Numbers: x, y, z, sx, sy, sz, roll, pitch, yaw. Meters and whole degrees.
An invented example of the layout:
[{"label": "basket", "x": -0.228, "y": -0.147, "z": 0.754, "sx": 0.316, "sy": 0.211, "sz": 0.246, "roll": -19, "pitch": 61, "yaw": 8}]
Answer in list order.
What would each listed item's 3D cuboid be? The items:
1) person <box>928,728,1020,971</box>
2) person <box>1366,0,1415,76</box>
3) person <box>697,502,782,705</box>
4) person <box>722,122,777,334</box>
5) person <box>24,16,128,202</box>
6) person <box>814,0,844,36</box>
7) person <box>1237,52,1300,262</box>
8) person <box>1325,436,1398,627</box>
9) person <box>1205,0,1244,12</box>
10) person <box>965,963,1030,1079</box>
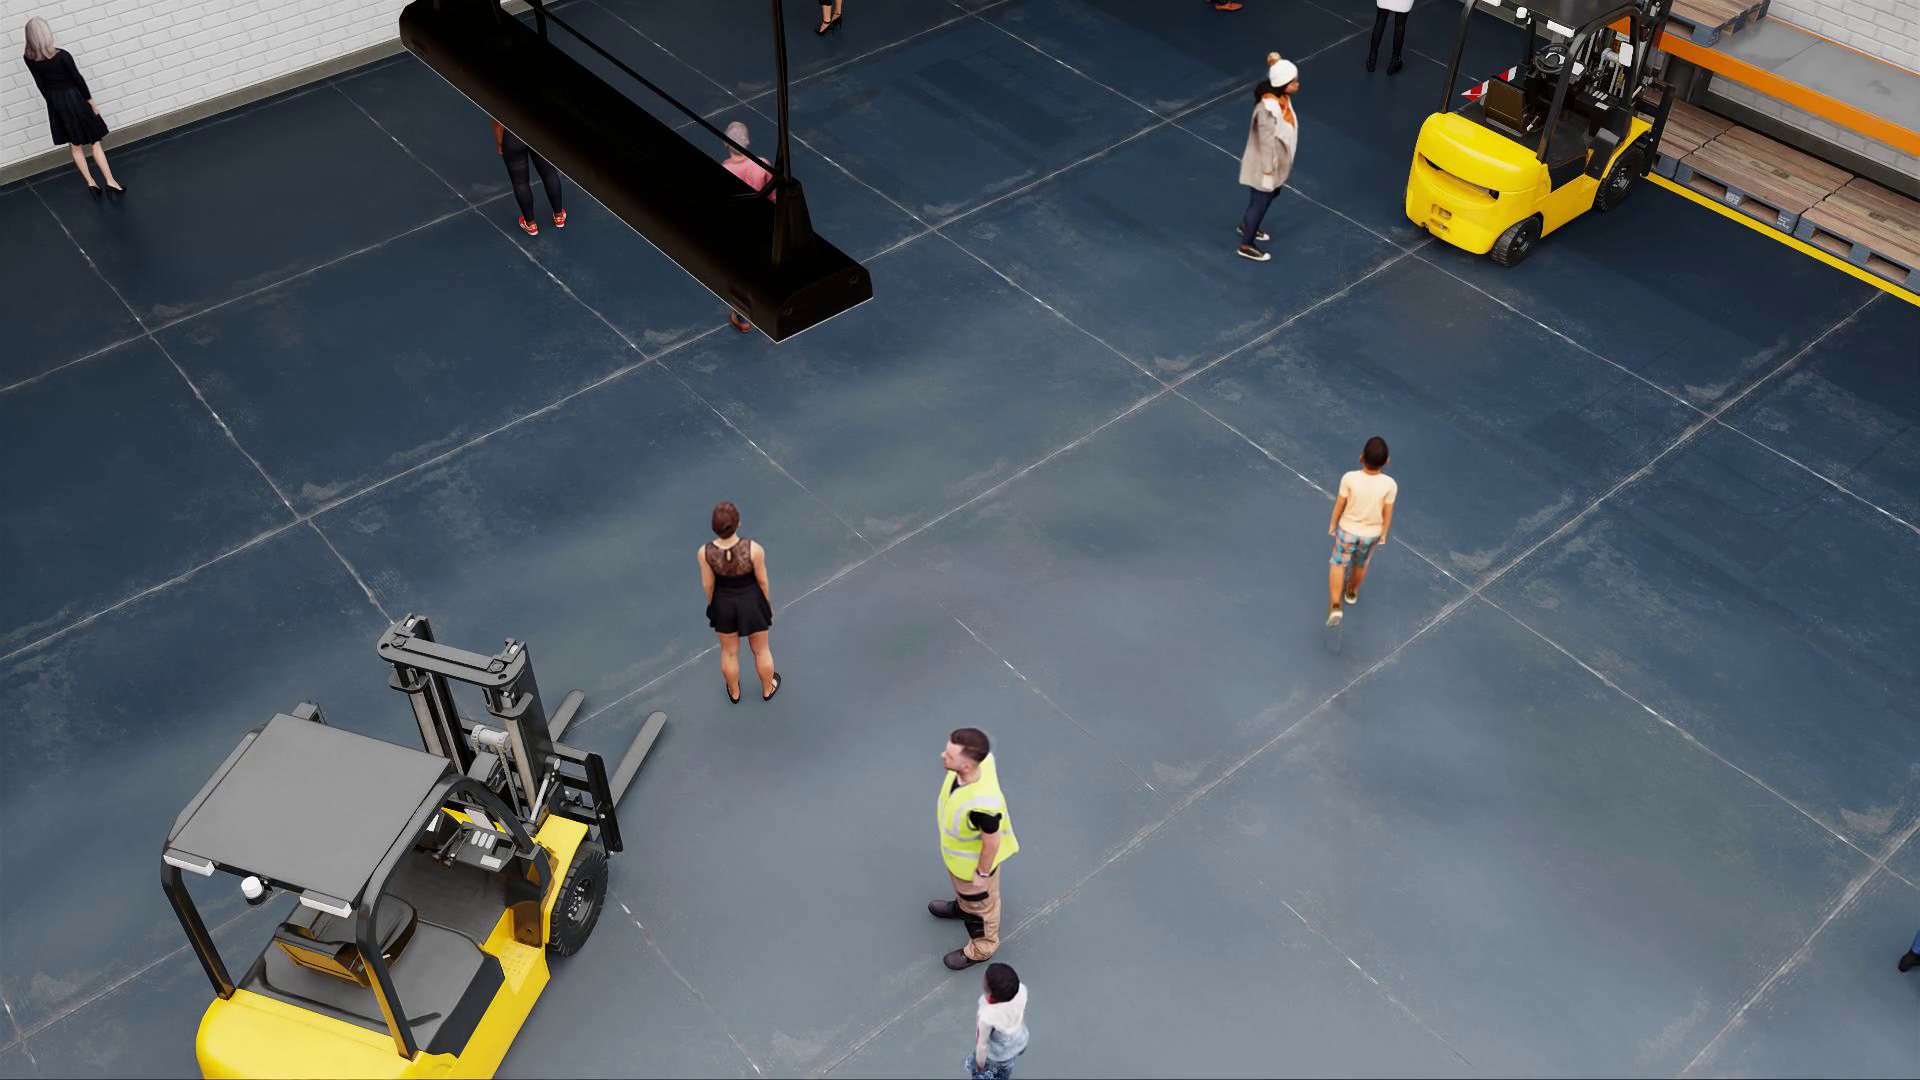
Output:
[{"label": "person", "x": 0.056, "y": 1.640, "z": 8.995, "sx": 0.897, "sy": 1.845, "sz": 0.812, "roll": -7, "pitch": 44, "yaw": -7}, {"label": "person", "x": 4.340, "y": -5.519, "z": 16.537, "sx": 0.615, "sy": 1.807, "sz": 0.746, "roll": 16, "pitch": 46, "yaw": 16}, {"label": "person", "x": -1.391, "y": 0.403, "z": 10.419, "sx": 0.680, "sy": 1.672, "sz": 0.727, "roll": -1, "pitch": 44, "yaw": -1}, {"label": "person", "x": -1.719, "y": -2.507, "z": 13.359, "sx": 0.747, "sy": 1.830, "sz": 0.646, "roll": -18, "pitch": 46, "yaw": -18}, {"label": "person", "x": -7.912, "y": -3.836, "z": 14.814, "sx": 0.698, "sy": 1.747, "sz": 0.739, "roll": -2, "pitch": 44, "yaw": -2}, {"label": "person", "x": -1.399, "y": -6.108, "z": 17.118, "sx": 0.625, "sy": 1.858, "sz": 0.675, "roll": 24, "pitch": 48, "yaw": 23}, {"label": "person", "x": 2.578, "y": -3.284, "z": 14.131, "sx": 0.857, "sy": 1.890, "sz": 0.842, "roll": 13, "pitch": 45, "yaw": 13}, {"label": "person", "x": 2.652, "y": -0.023, "z": 11.032, "sx": 0.877, "sy": 1.443, "sz": 0.888, "roll": 9, "pitch": 44, "yaw": 9}, {"label": "person", "x": 2.838, "y": -6.521, "z": 17.601, "sx": 0.776, "sy": 1.790, "sz": 0.616, "roll": -15, "pitch": 46, "yaw": -15}, {"label": "person", "x": 0.233, "y": 2.568, "z": 8.451, "sx": 0.489, "sy": 1.251, "sz": 0.608, "roll": -28, "pitch": 50, "yaw": -26}]
